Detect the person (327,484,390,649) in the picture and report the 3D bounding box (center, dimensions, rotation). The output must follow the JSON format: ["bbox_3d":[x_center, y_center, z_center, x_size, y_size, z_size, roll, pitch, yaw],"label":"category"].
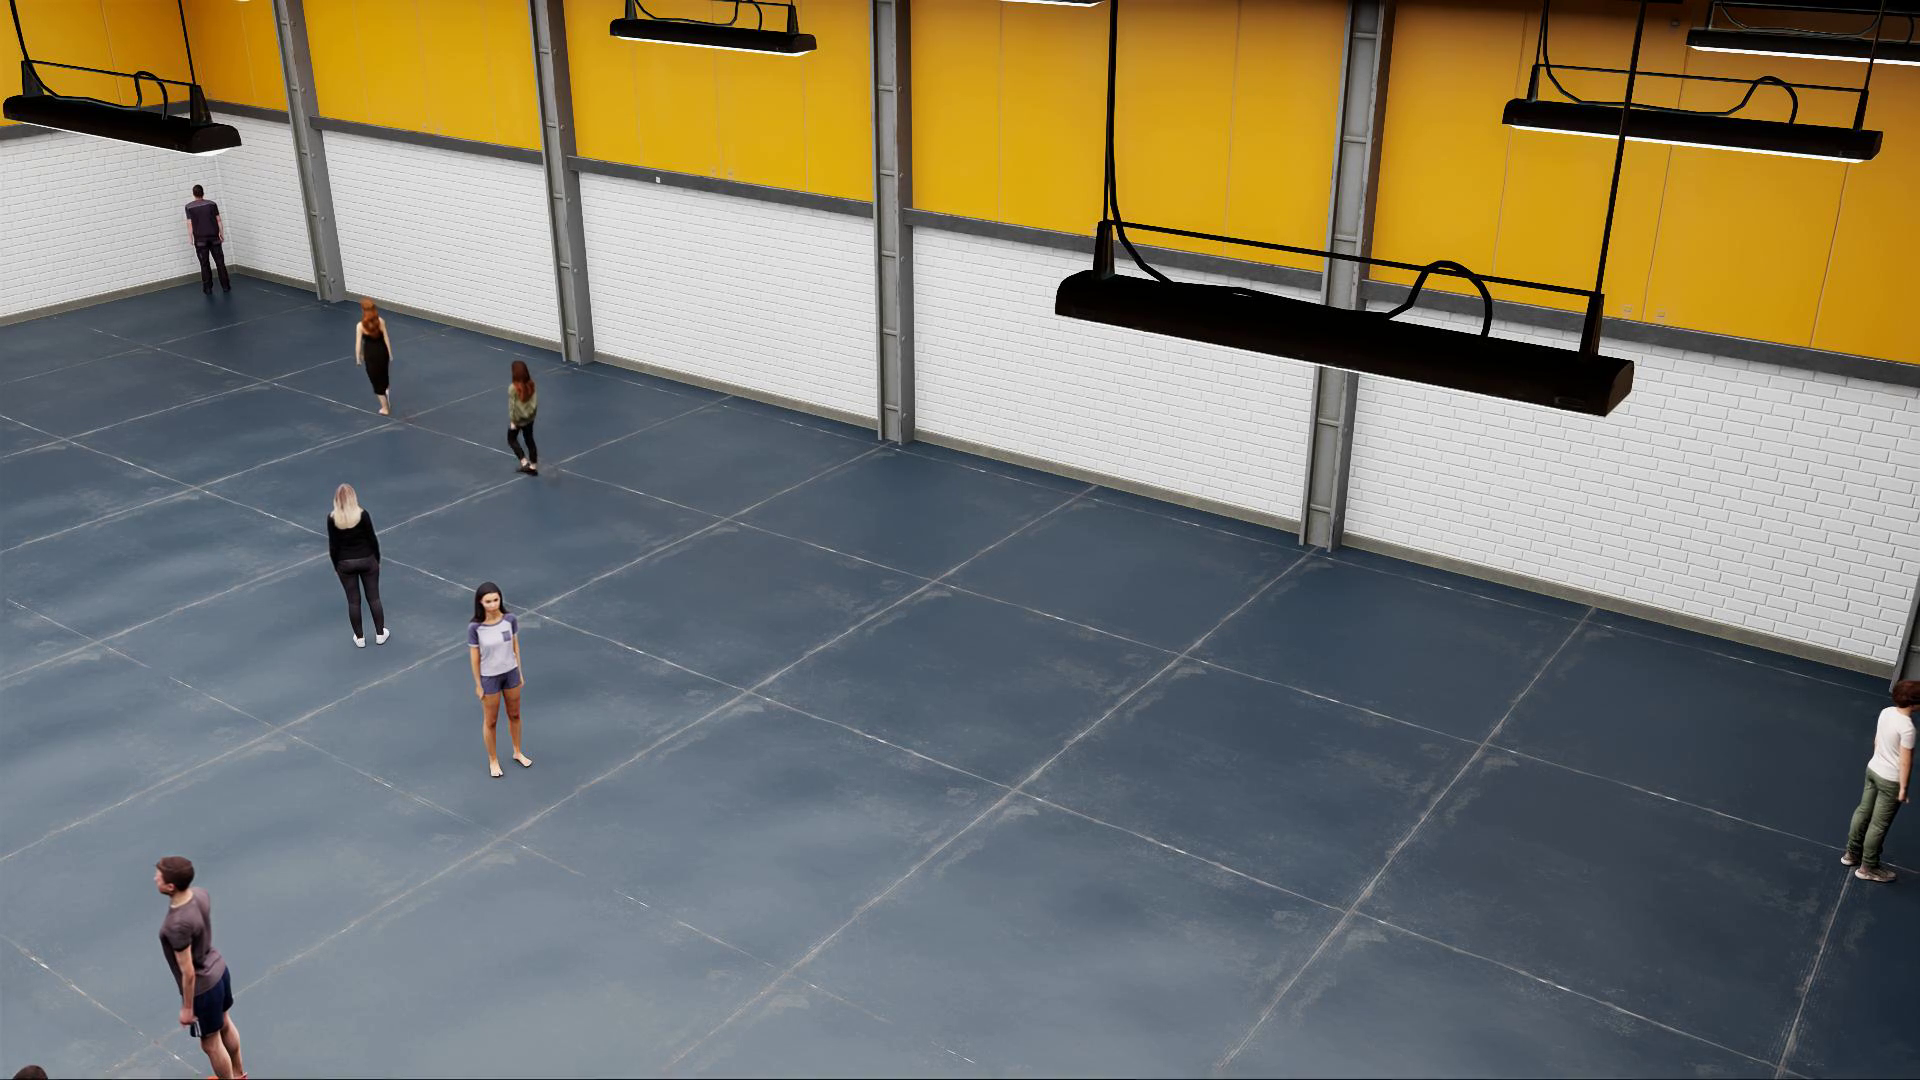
[{"bbox_3d":[-5.887,0.247,16.235,0.692,1.686,0.728,-7,25,-15],"label":"person"}]

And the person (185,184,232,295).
[{"bbox_3d":[-12.842,-5.146,28.373,0.793,1.846,0.761,-13,27,-27],"label":"person"}]

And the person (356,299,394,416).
[{"bbox_3d":[-7.874,-2.459,22.514,0.675,1.614,0.752,-20,31,-38],"label":"person"}]

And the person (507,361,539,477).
[{"bbox_3d":[-5.331,-1.476,20.450,0.550,1.466,0.596,16,28,32],"label":"person"}]

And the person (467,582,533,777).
[{"bbox_3d":[-3.912,1.156,14.096,0.643,1.734,0.613,-17,29,-33],"label":"person"}]

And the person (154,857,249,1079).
[{"bbox_3d":[-4.691,2.746,10.309,0.774,1.853,0.730,-2,24,-6],"label":"person"}]

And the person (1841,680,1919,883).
[{"bbox_3d":[7.071,1.812,12.694,0.704,1.654,0.668,0,24,-1],"label":"person"}]
